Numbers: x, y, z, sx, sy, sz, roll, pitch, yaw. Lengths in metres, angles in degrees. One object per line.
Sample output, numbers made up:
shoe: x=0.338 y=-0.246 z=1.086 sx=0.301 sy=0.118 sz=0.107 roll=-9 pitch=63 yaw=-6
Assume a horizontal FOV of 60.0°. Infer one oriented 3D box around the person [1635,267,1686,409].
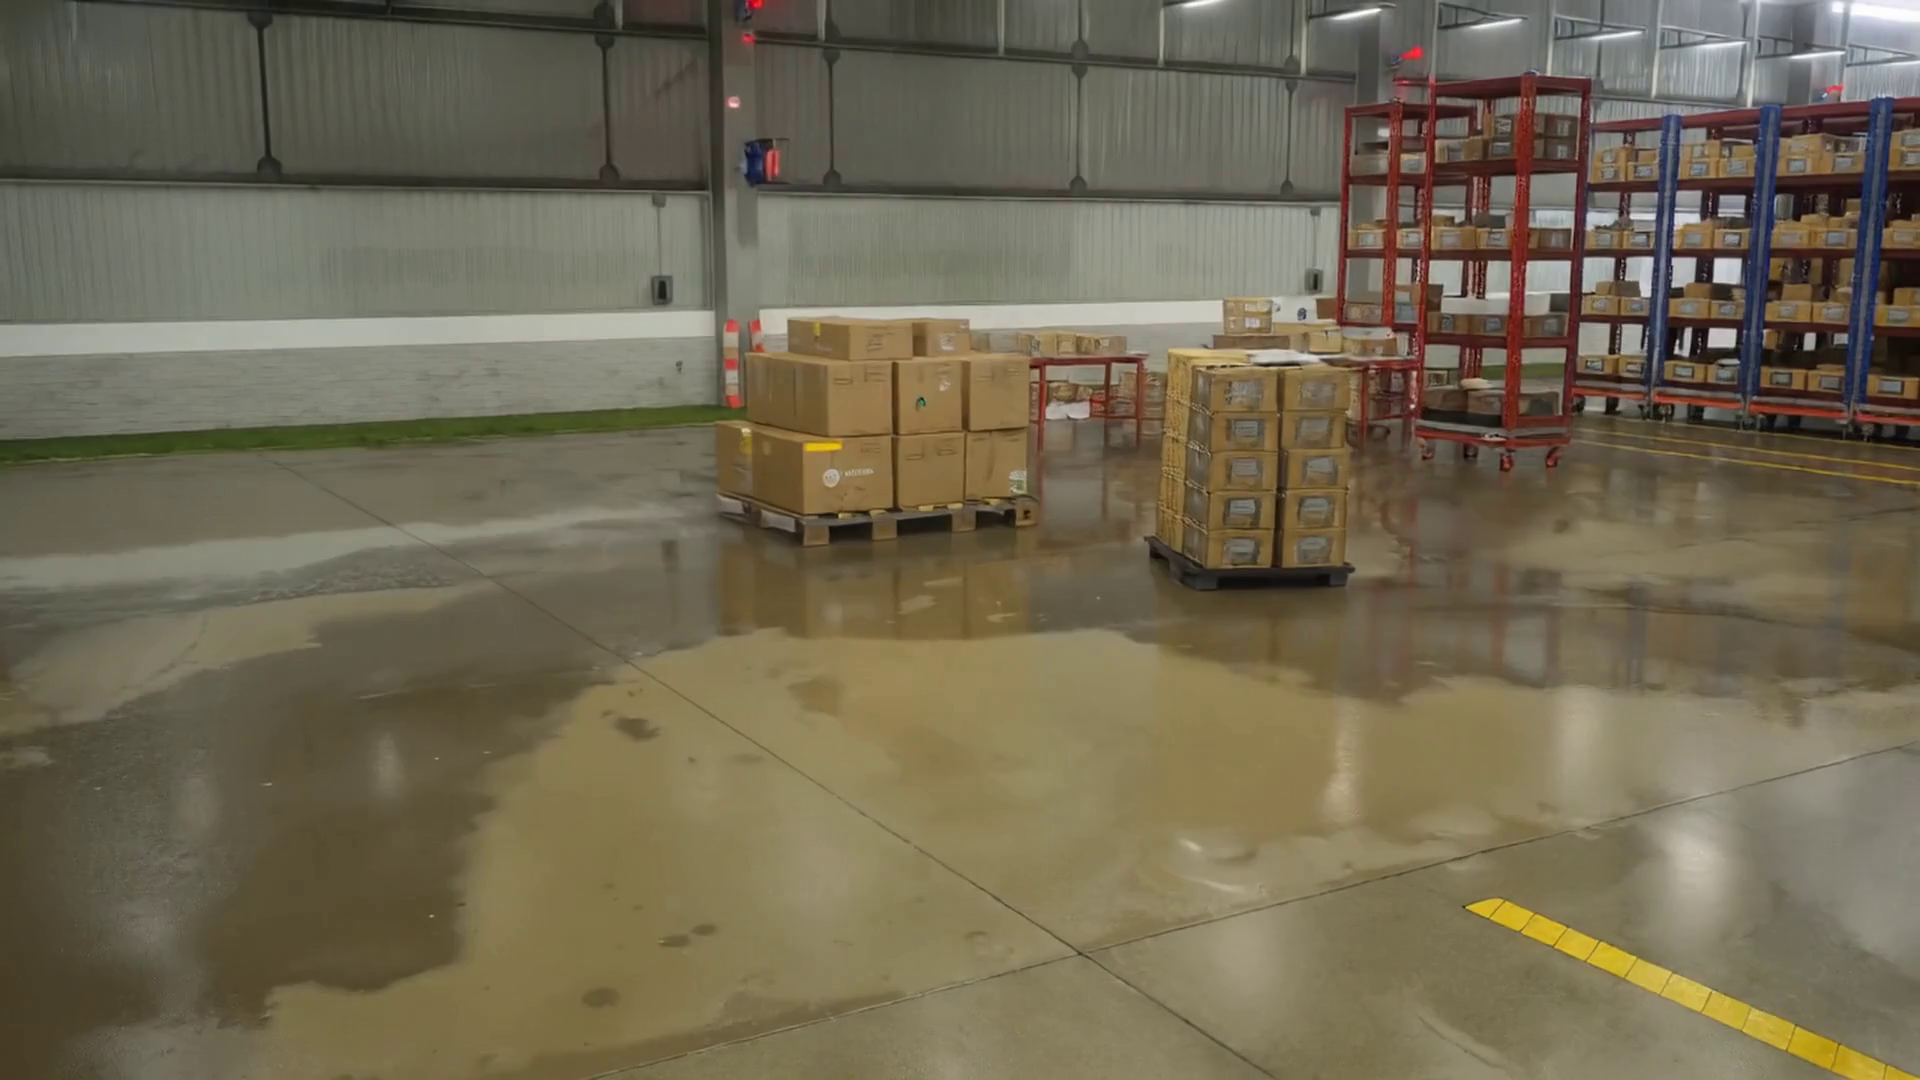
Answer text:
person: x=8.964 y=-2.573 z=21.191 sx=0.389 sy=1.838 sz=0.564 roll=-9 pitch=13 yaw=-41
